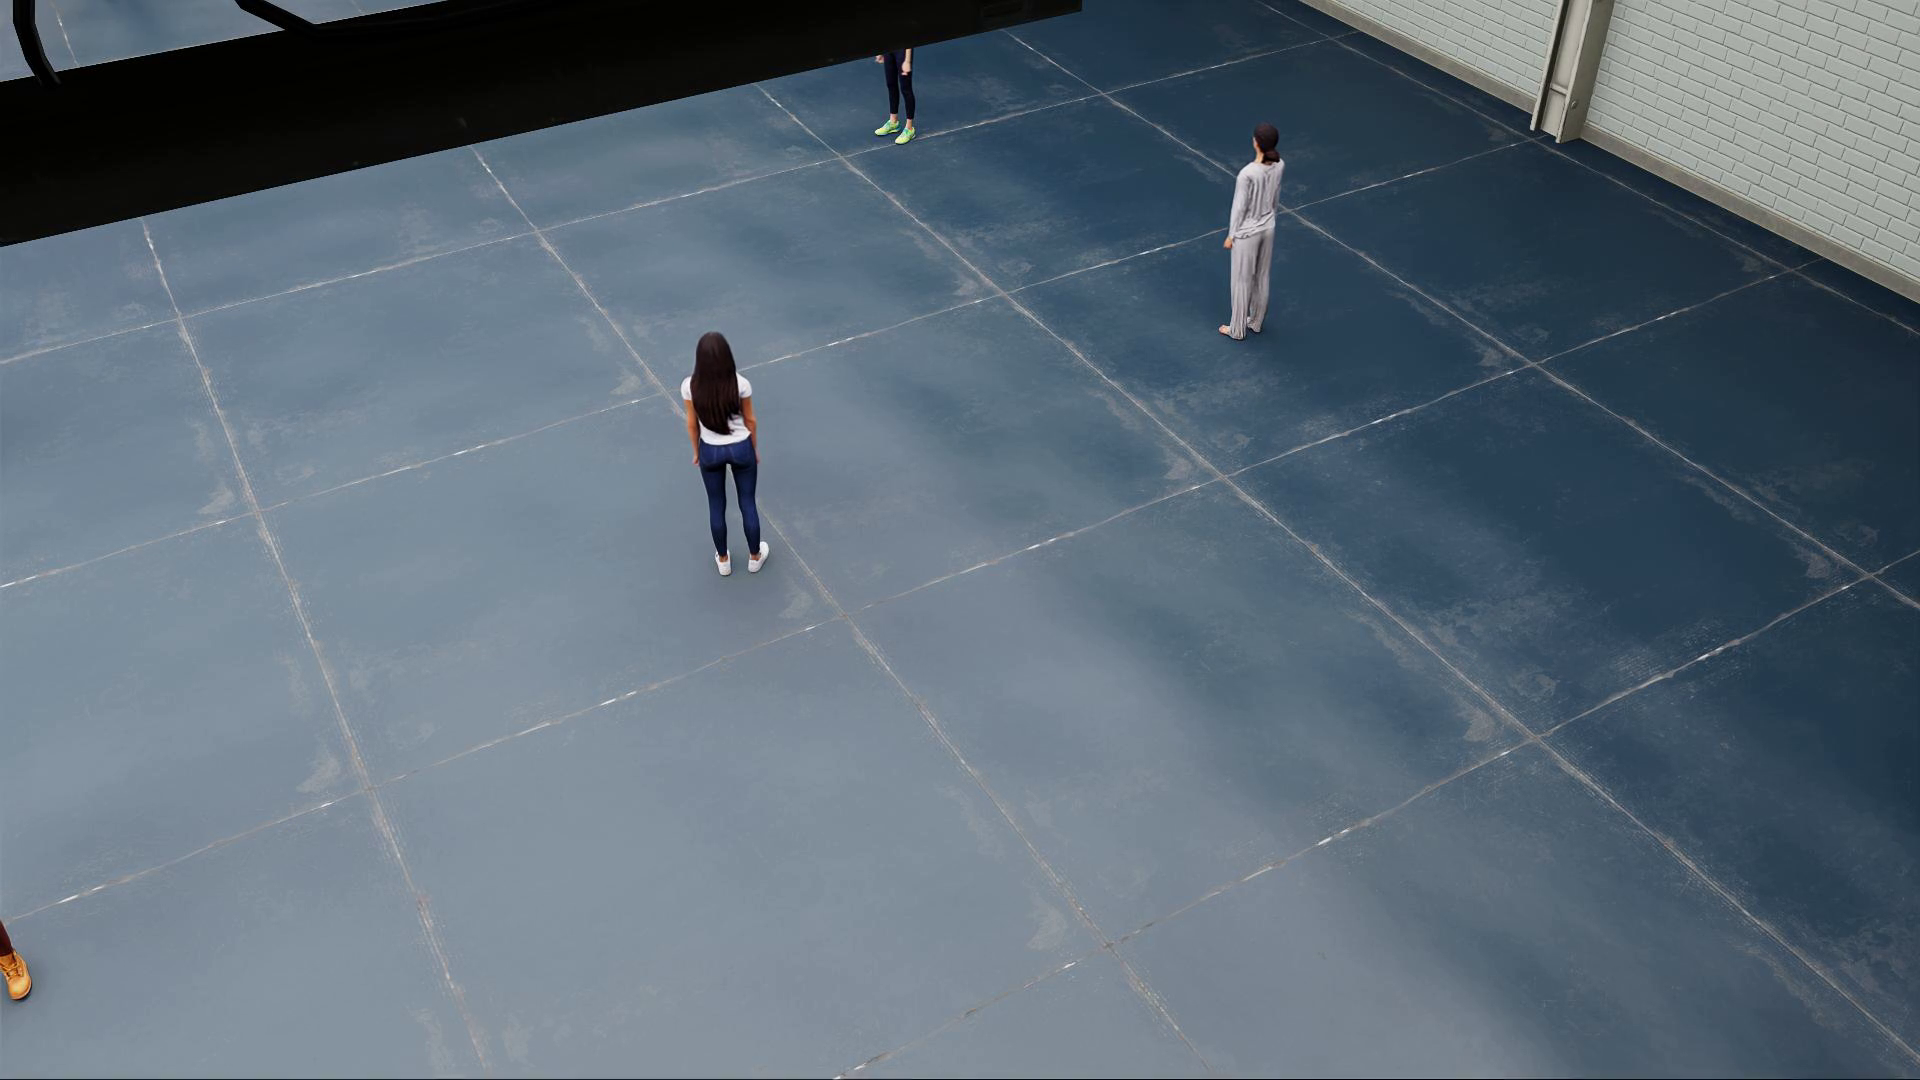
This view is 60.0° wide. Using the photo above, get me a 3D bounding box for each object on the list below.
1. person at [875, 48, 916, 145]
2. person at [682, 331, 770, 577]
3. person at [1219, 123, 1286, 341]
[{"bbox_3d":[-0.585,-4.615,15.701,0.707,1.702,0.551,-31,48,-33],"label":"person"},{"bbox_3d":[-1.462,-0.530,10.420,0.665,1.775,0.670,-1,38,-1],"label":"person"},{"bbox_3d":[2.264,-2.362,12.763,0.585,1.774,0.535,-21,43,-25],"label":"person"}]
